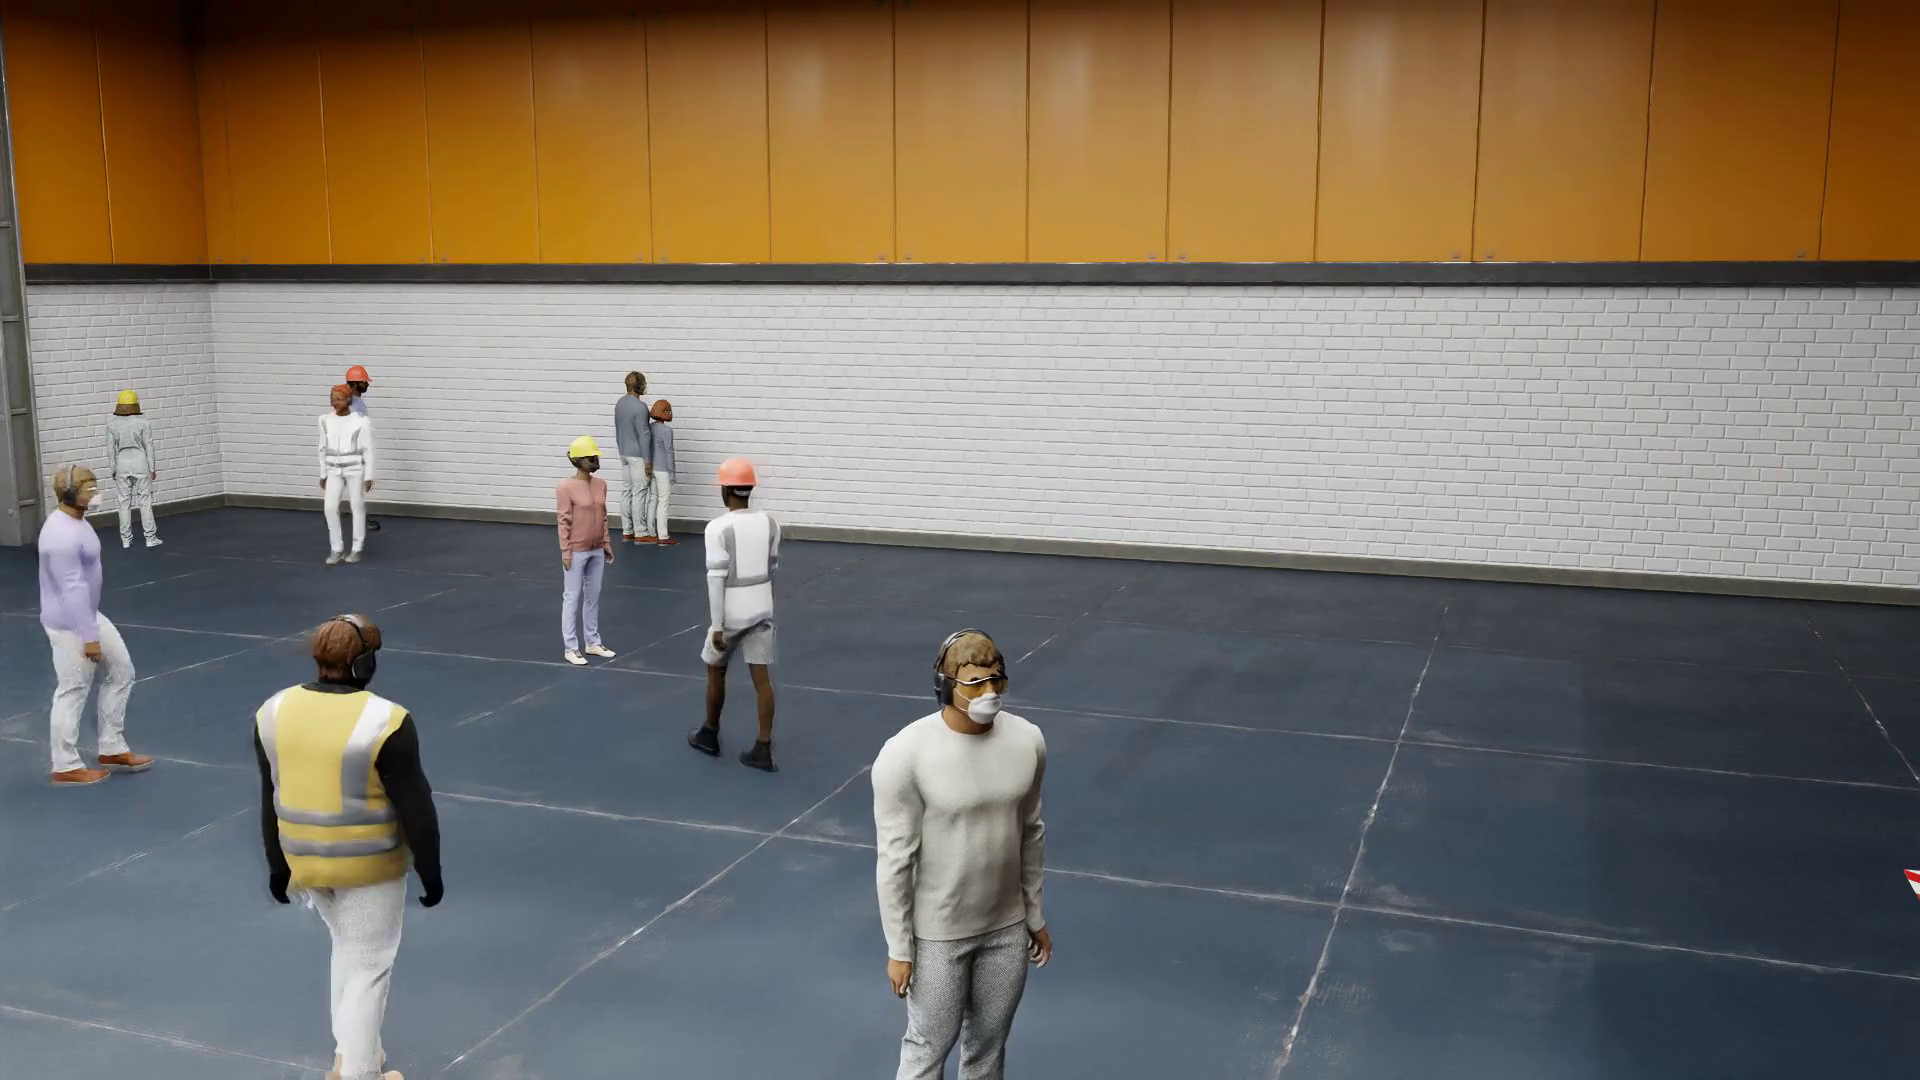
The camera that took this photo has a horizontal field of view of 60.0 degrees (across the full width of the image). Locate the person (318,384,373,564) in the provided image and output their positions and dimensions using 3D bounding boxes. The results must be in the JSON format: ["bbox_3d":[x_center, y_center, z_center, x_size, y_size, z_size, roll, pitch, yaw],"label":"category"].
[{"bbox_3d":[-6.398,-0.666,17.227,0.606,1.865,0.644,0,9,3],"label":"person"}]

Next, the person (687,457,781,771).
[{"bbox_3d":[-1.411,0.432,10.310,0.564,1.896,0.906,-8,12,-40],"label":"person"}]

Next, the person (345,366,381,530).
[{"bbox_3d":[-7.059,-1.080,19.587,0.354,1.939,0.544,-3,10,-20],"label":"person"}]

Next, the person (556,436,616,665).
[{"bbox_3d":[-2.911,0.074,12.949,0.306,1.772,0.524,6,11,31],"label":"person"}]

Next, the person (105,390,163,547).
[{"bbox_3d":[-9.134,-0.787,18.373,0.484,1.744,0.296,-1,9,-9],"label":"person"}]

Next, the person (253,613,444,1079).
[{"bbox_3d":[-2.162,1.158,6.057,0.650,1.821,0.573,3,10,18],"label":"person"}]

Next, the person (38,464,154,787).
[{"bbox_3d":[-5.098,0.505,9.821,0.691,1.914,0.656,-3,10,-20],"label":"person"}]

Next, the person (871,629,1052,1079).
[{"bbox_3d":[0.024,1.230,5.257,0.628,1.940,0.373,-6,11,-34],"label":"person"}]

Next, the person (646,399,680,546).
[{"bbox_3d":[-3.332,-0.753,18.541,0.287,1.627,0.497,-8,12,-42],"label":"person"}]

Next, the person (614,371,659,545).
[{"bbox_3d":[-3.613,-0.916,18.568,0.364,1.939,0.636,-7,12,-38],"label":"person"}]
